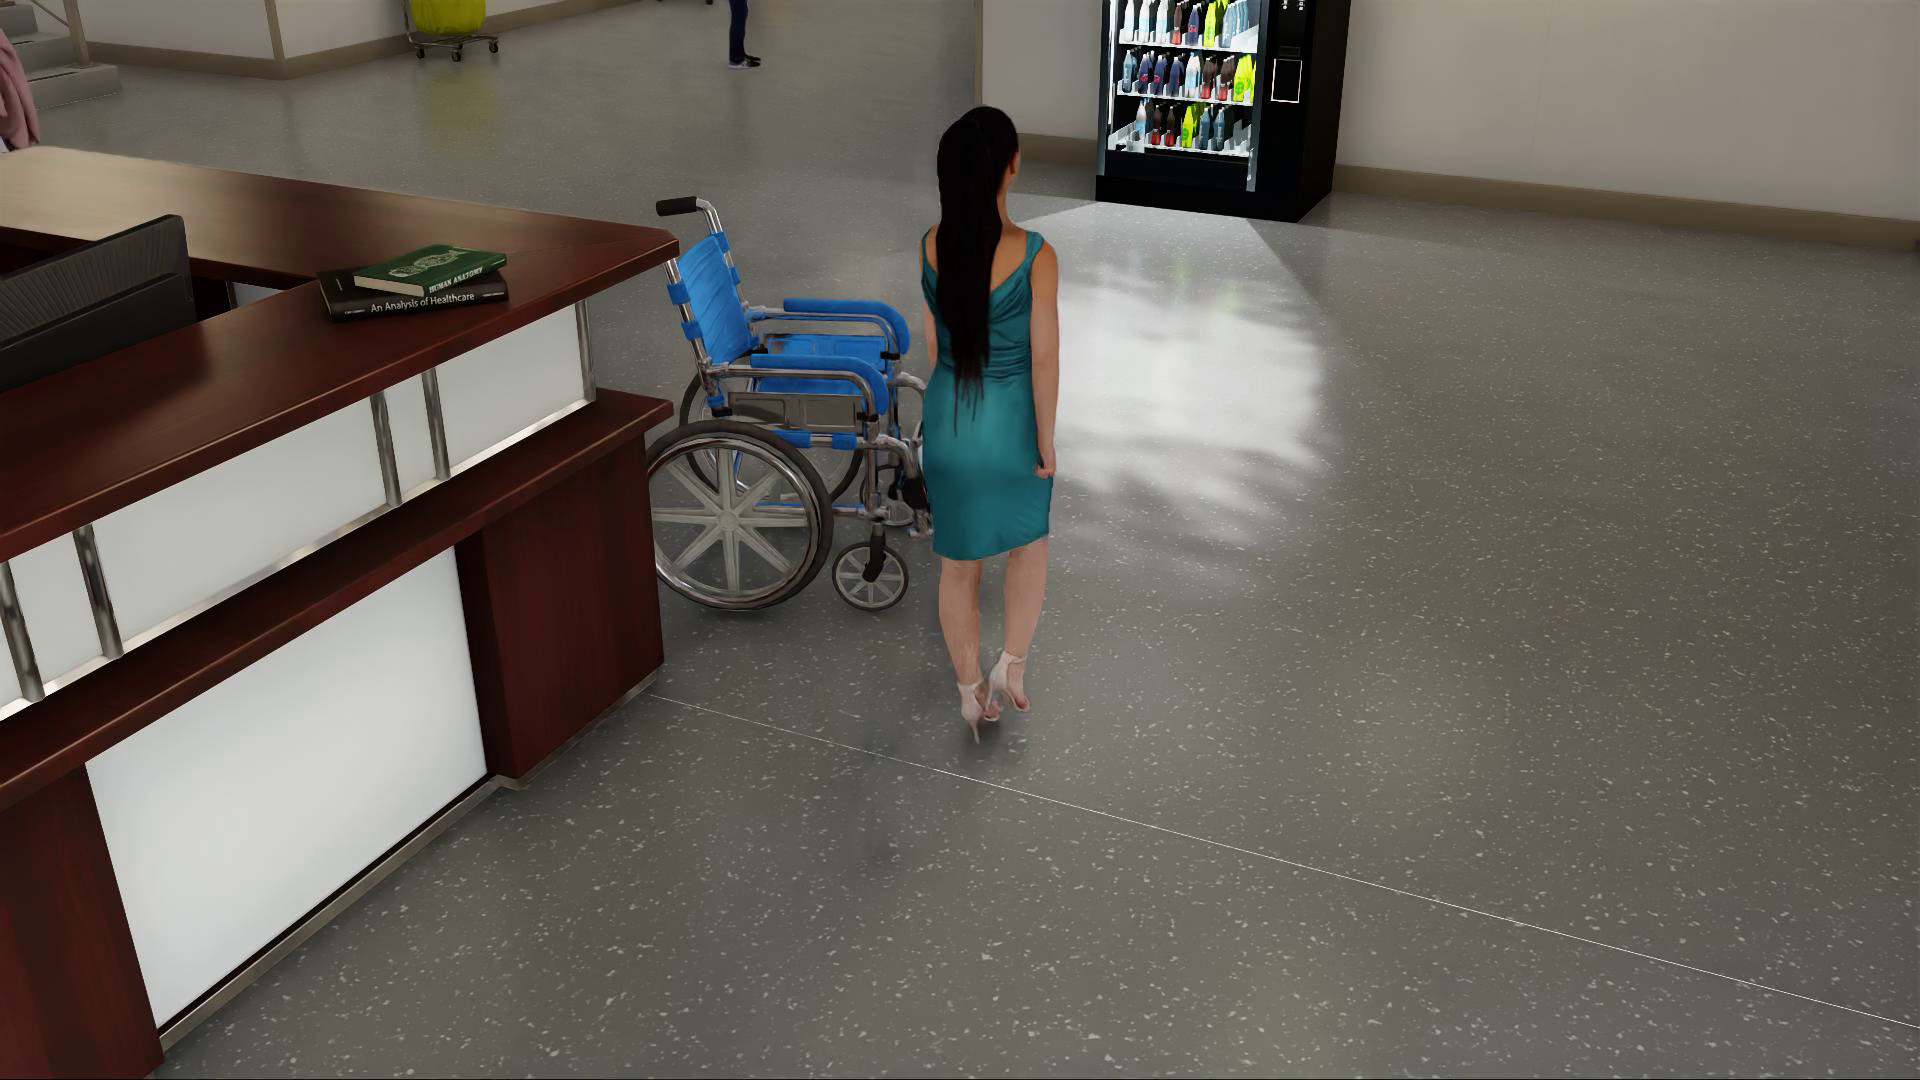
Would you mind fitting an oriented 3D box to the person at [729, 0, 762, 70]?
[{"bbox_3d":[-1.860,-4.645,13.519,0.722,1.559,0.664,-7,27,-15],"label":"person"}]

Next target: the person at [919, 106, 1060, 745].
[{"bbox_3d":[0.028,-0.219,4.205,0.535,1.676,0.627,8,27,16],"label":"person"}]
